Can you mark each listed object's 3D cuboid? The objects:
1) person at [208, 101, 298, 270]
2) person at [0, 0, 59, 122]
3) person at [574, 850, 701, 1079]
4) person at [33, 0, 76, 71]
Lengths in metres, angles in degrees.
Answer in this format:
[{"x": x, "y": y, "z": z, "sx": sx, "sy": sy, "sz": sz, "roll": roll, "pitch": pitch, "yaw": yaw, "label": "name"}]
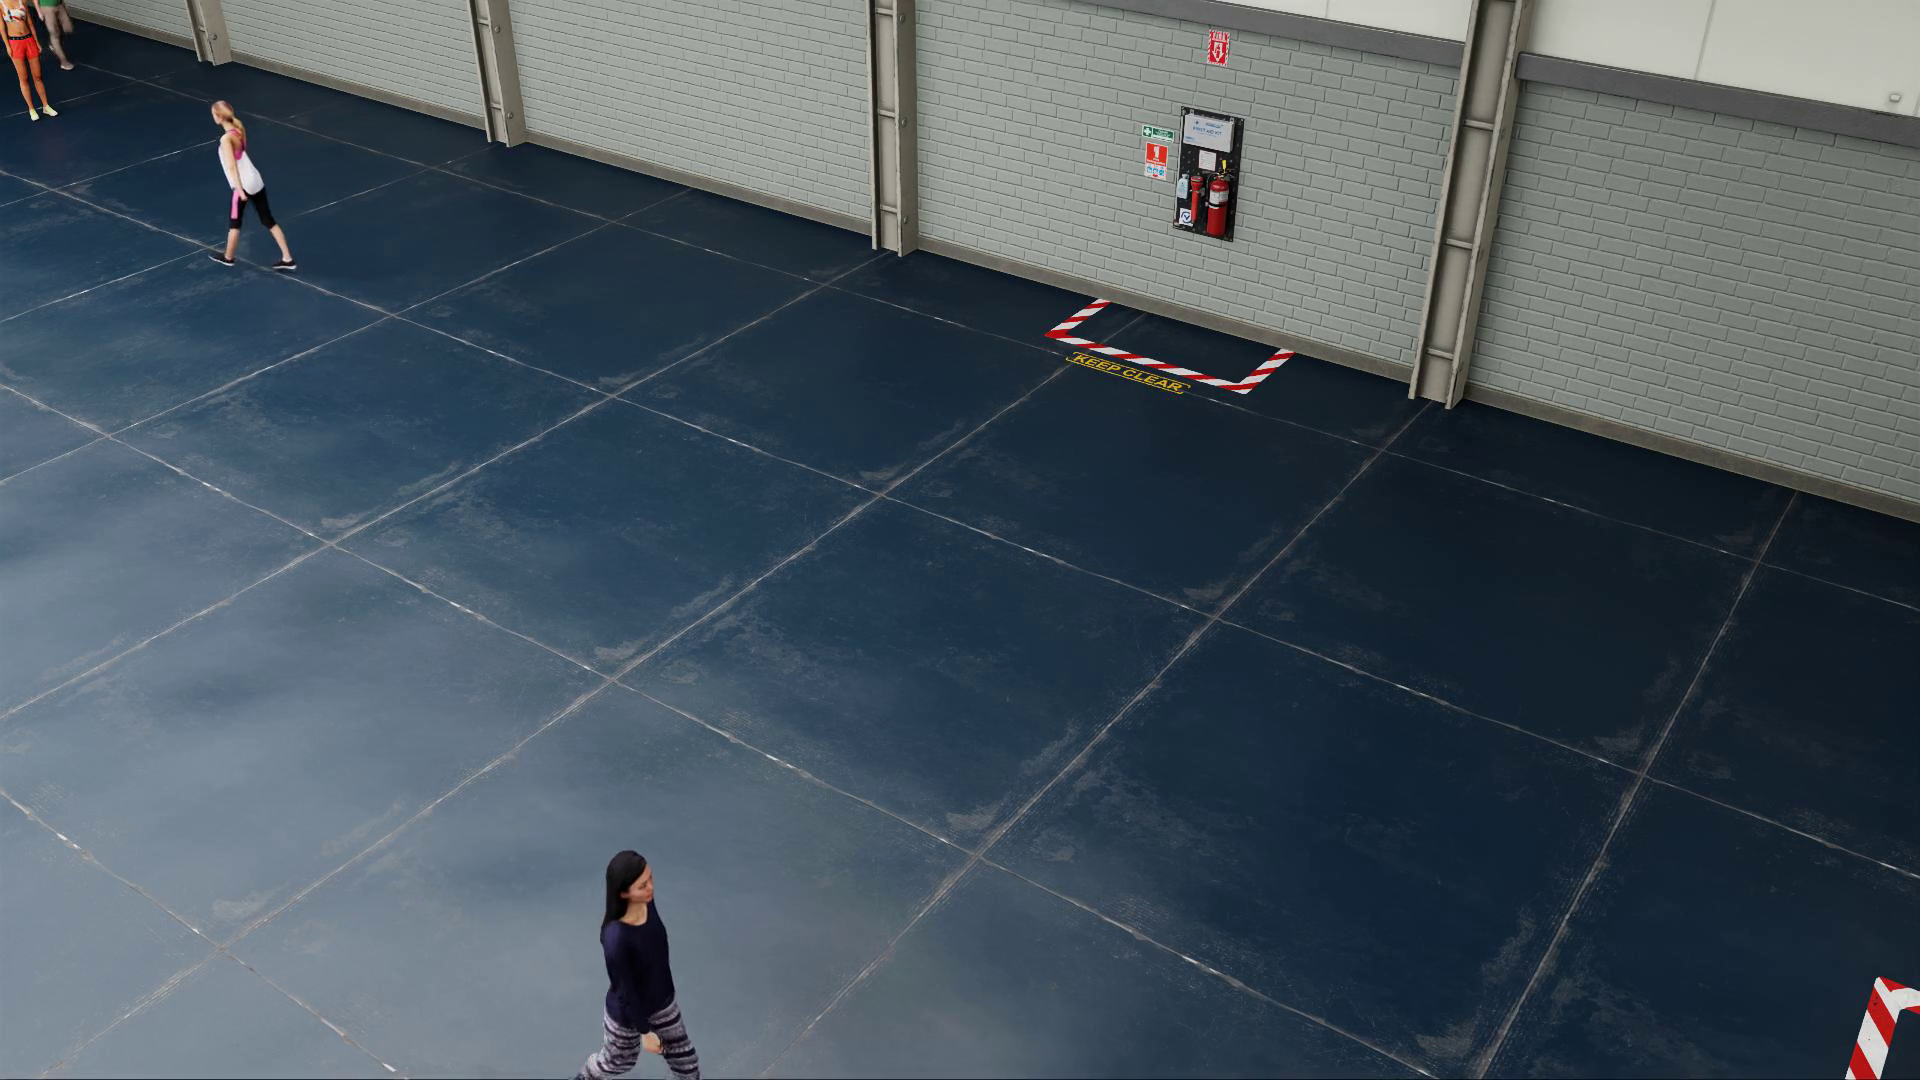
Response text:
[{"x": -7.061, "y": -3.513, "z": 16.694, "sx": 1.199, "sy": 1.740, "sz": 0.922, "roll": 6, "pitch": 33, "yaw": 9, "label": "person"}, {"x": -11.817, "y": -6.226, "z": 20.948, "sx": 0.583, "sy": 1.792, "sz": 0.587, "roll": 25, "pitch": 40, "yaw": 34, "label": "person"}, {"x": -1.588, "y": 2.142, "z": 7.773, "sx": 1.164, "sy": 1.694, "sz": 0.844, "roll": 9, "pitch": 33, "yaw": 13, "label": "person"}, {"x": -12.518, "y": -7.313, "z": 22.812, "sx": 0.759, "sy": 1.641, "sz": 0.603, "roll": 18, "pitch": 37, "yaw": 27, "label": "person"}]
